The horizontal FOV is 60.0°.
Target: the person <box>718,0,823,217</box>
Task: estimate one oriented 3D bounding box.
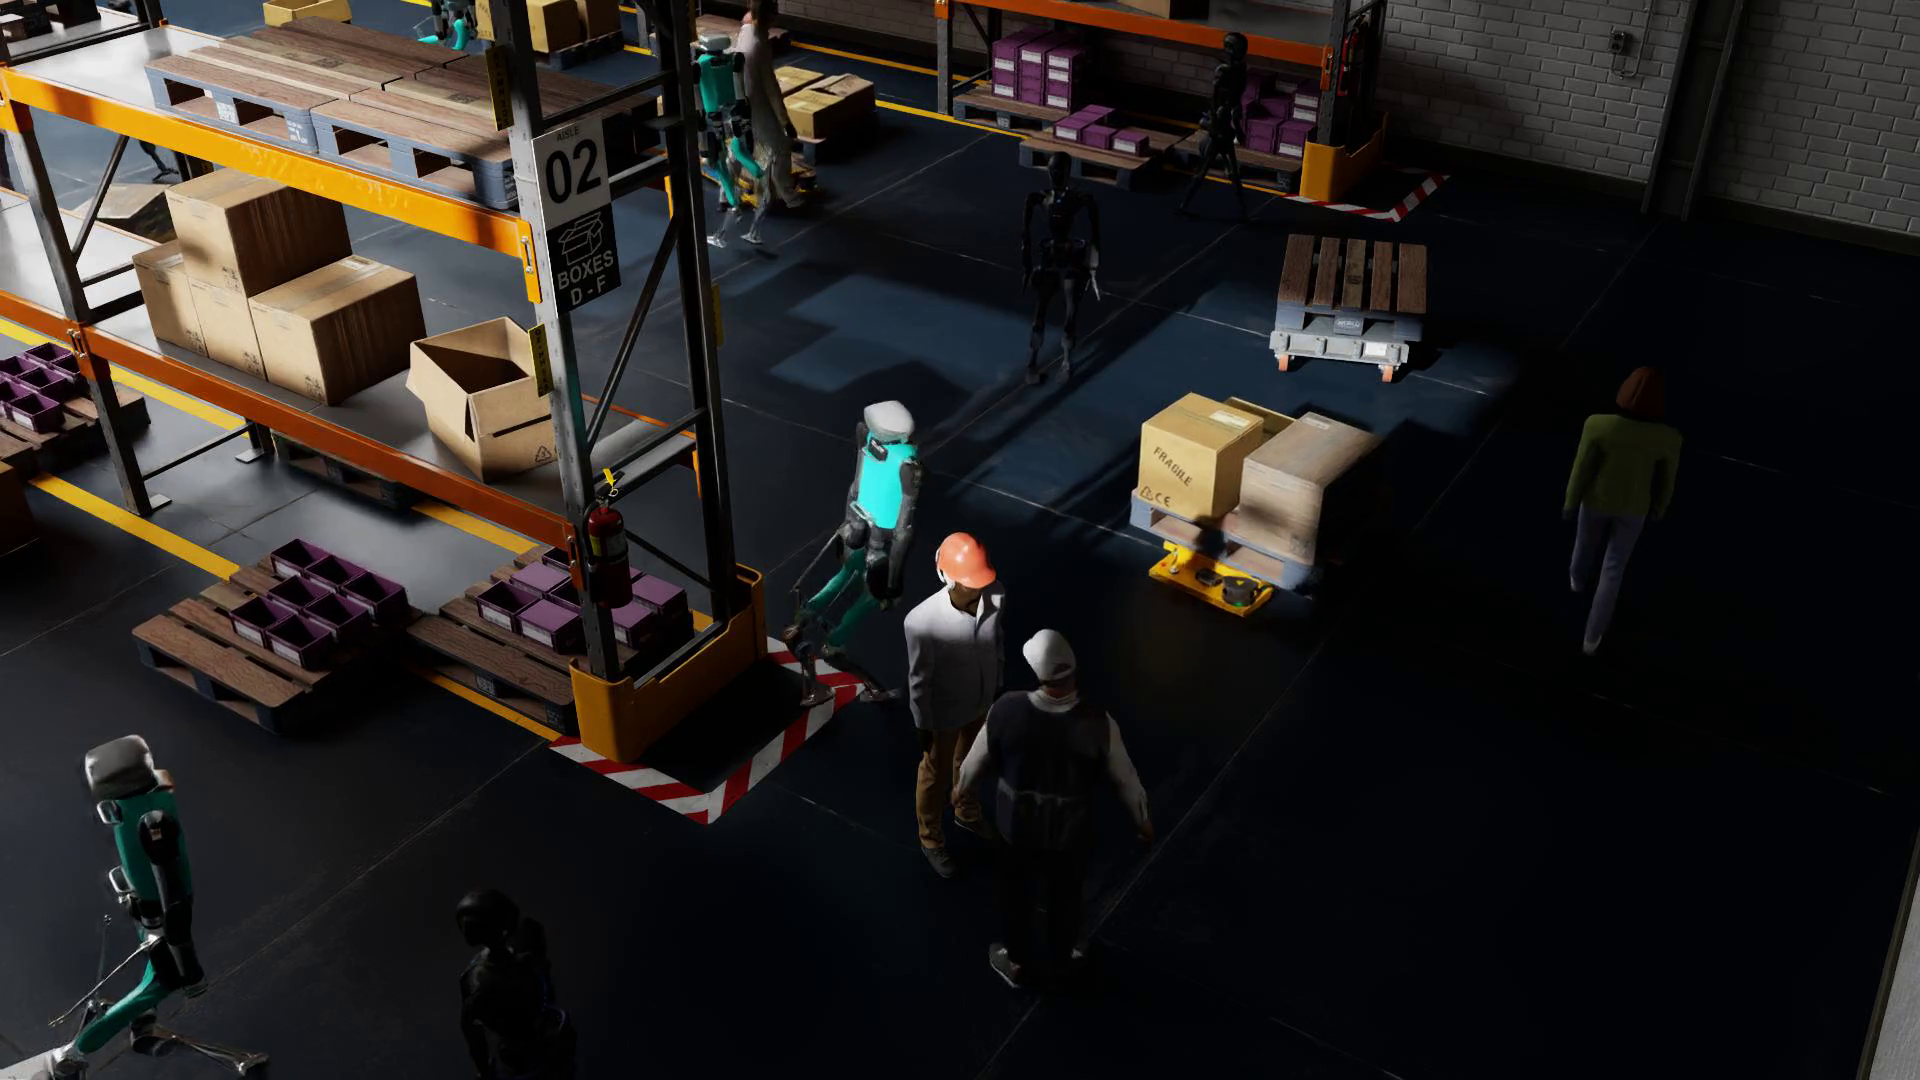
[{"bbox_3d":[-1.645,-3.632,13.987,0.979,1.878,0.671,-4,33,-6],"label":"person"}]

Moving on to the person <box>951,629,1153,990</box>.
[{"bbox_3d":[0.359,1.127,6.792,0.851,1.742,0.488,4,33,7],"label":"person"}]

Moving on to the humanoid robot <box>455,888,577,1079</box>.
[{"bbox_3d":[-1.467,1.857,5.768,0.729,1.642,0.612,6,34,9],"label":"humanoid robot"}]

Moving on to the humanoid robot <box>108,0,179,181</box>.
[{"bbox_3d":[-7.210,-4.002,14.735,0.335,1.653,0.600,15,36,21],"label":"humanoid robot"}]

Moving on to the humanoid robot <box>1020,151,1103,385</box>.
[{"bbox_3d":[0.702,-1.851,11.424,0.585,1.652,0.359,6,33,9],"label":"humanoid robot"}]

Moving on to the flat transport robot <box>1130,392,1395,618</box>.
[{"bbox_3d":[1.805,-0.027,9.915,0.659,0.231,1.431,25,40,33],"label":"flat transport robot"}]

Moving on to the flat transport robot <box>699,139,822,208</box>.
[{"bbox_3d":[-1.908,-3.343,15.012,0.659,0.231,1.431,-22,39,-30],"label":"flat transport robot"}]

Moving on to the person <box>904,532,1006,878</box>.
[{"bbox_3d":[0.011,0.713,7.413,0.561,1.752,0.330,-27,42,-35],"label":"person"}]

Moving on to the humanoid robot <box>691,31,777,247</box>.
[{"bbox_3d":[-1.768,-3.115,13.331,0.530,1.787,0.830,-27,42,-35],"label":"humanoid robot"}]

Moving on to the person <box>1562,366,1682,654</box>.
[{"bbox_3d":[3.558,-0.220,8.997,0.524,1.592,0.838,14,36,20],"label":"person"}]

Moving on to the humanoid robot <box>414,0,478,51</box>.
[{"bbox_3d":[-5.067,-5.082,16.347,1.007,1.739,0.534,19,38,27],"label":"humanoid robot"}]

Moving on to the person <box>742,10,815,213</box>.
[{"bbox_3d":[-1.557,-3.592,14.069,0.571,1.712,0.635,-4,33,-7],"label":"person"}]

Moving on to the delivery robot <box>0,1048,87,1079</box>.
[{"bbox_3d":[-3.632,2.217,6.202,0.765,0.593,0.519,-20,38,-27],"label":"delivery robot"}]

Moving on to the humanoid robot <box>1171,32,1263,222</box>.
[{"bbox_3d":[2.195,-3.414,13.867,0.778,1.620,0.584,19,38,26],"label":"humanoid robot"}]

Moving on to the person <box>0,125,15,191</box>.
[{"bbox_3d":[-7.889,-3.466,13.659,0.488,1.953,0.418,-6,34,-10],"label":"person"}]

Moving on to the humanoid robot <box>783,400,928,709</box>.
[{"bbox_3d":[-0.602,0.187,8.249,0.854,1.767,0.546,-19,38,-27],"label":"humanoid robot"}]

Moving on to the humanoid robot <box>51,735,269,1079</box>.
[{"bbox_3d":[-3.200,1.589,6.125,0.995,1.776,0.531,-23,39,-31],"label":"humanoid robot"}]
